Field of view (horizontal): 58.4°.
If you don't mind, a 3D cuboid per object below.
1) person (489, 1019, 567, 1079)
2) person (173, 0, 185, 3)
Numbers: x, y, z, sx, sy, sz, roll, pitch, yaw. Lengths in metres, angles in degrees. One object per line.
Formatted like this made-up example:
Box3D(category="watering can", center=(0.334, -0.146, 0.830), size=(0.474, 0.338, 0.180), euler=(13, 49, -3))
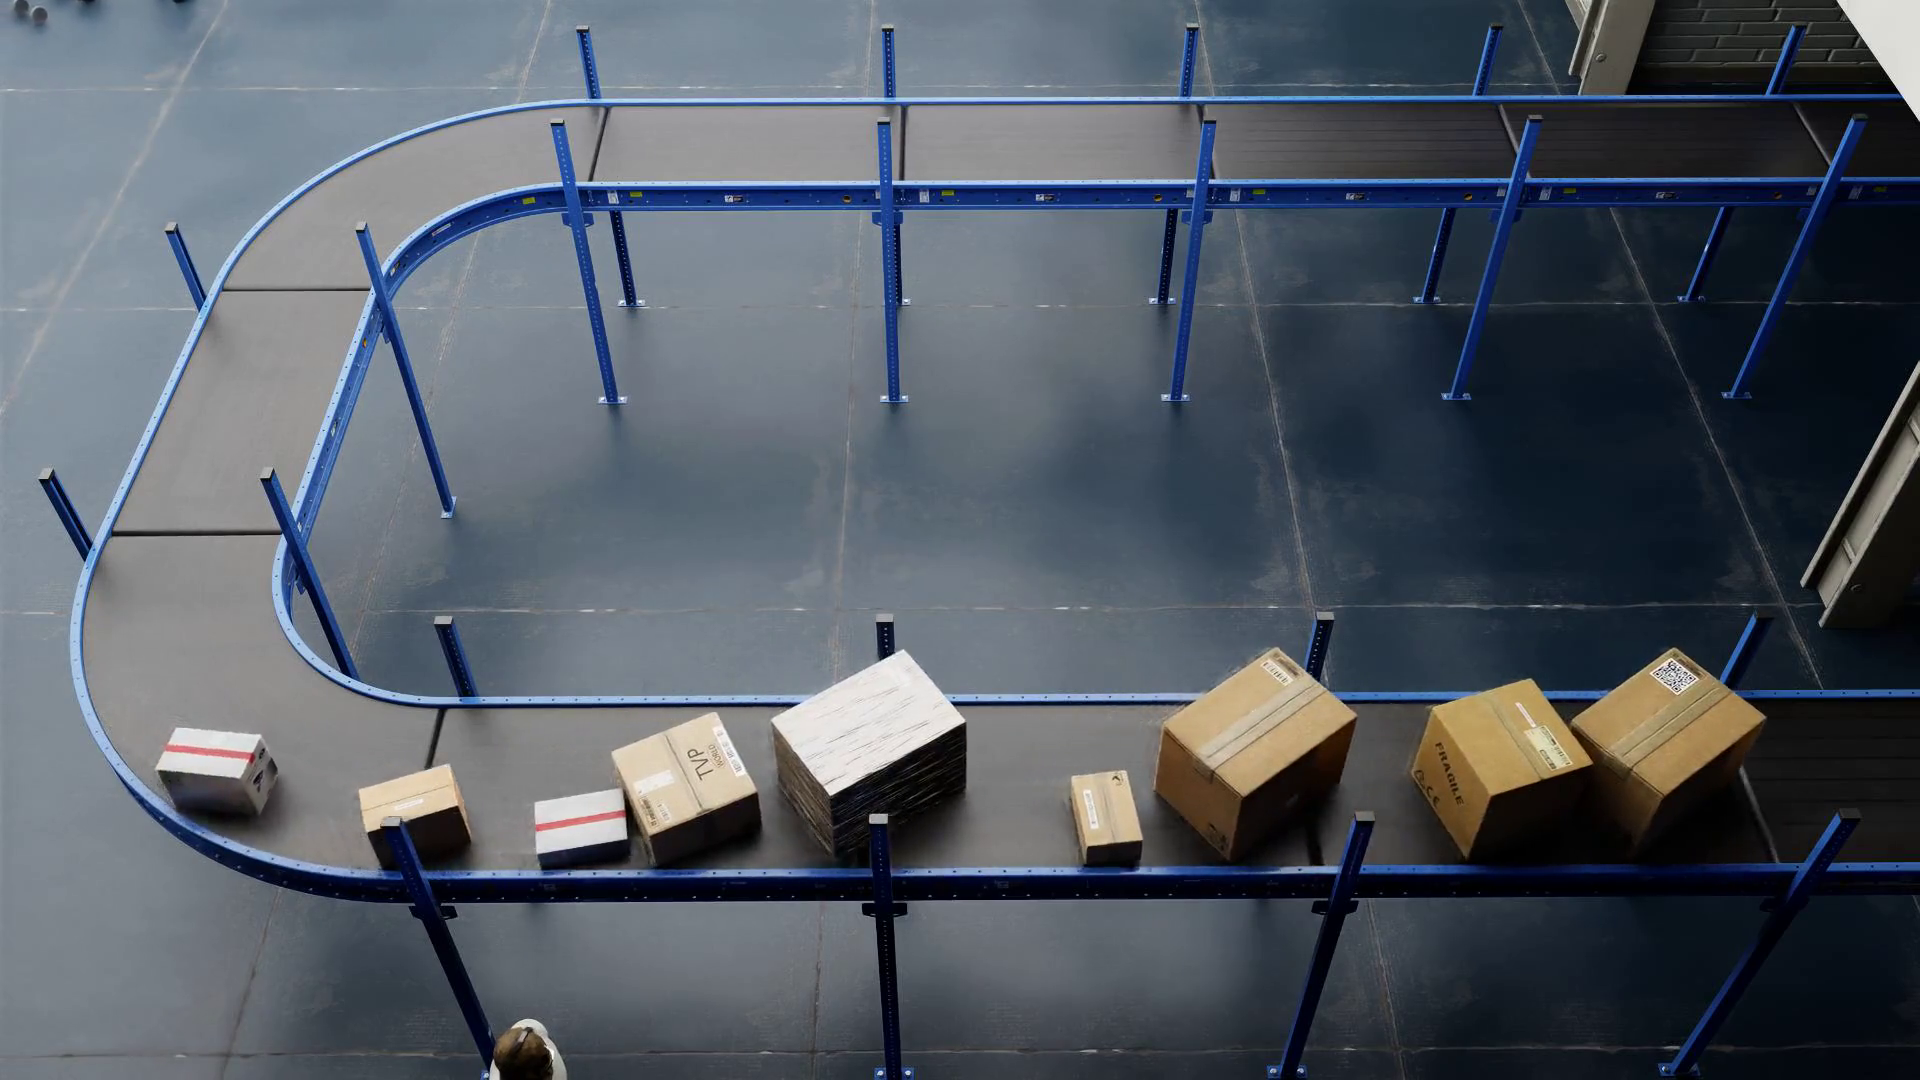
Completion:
Box3D(category="person", center=(-1.794, 2.643, 7.490), size=(0.371, 1.933, 0.627), euler=(1, 47, 1))
Box3D(category="person", center=(-7.333, -5.699, 15.391), size=(0.525, 1.765, 0.329), euler=(24, 51, 21))
